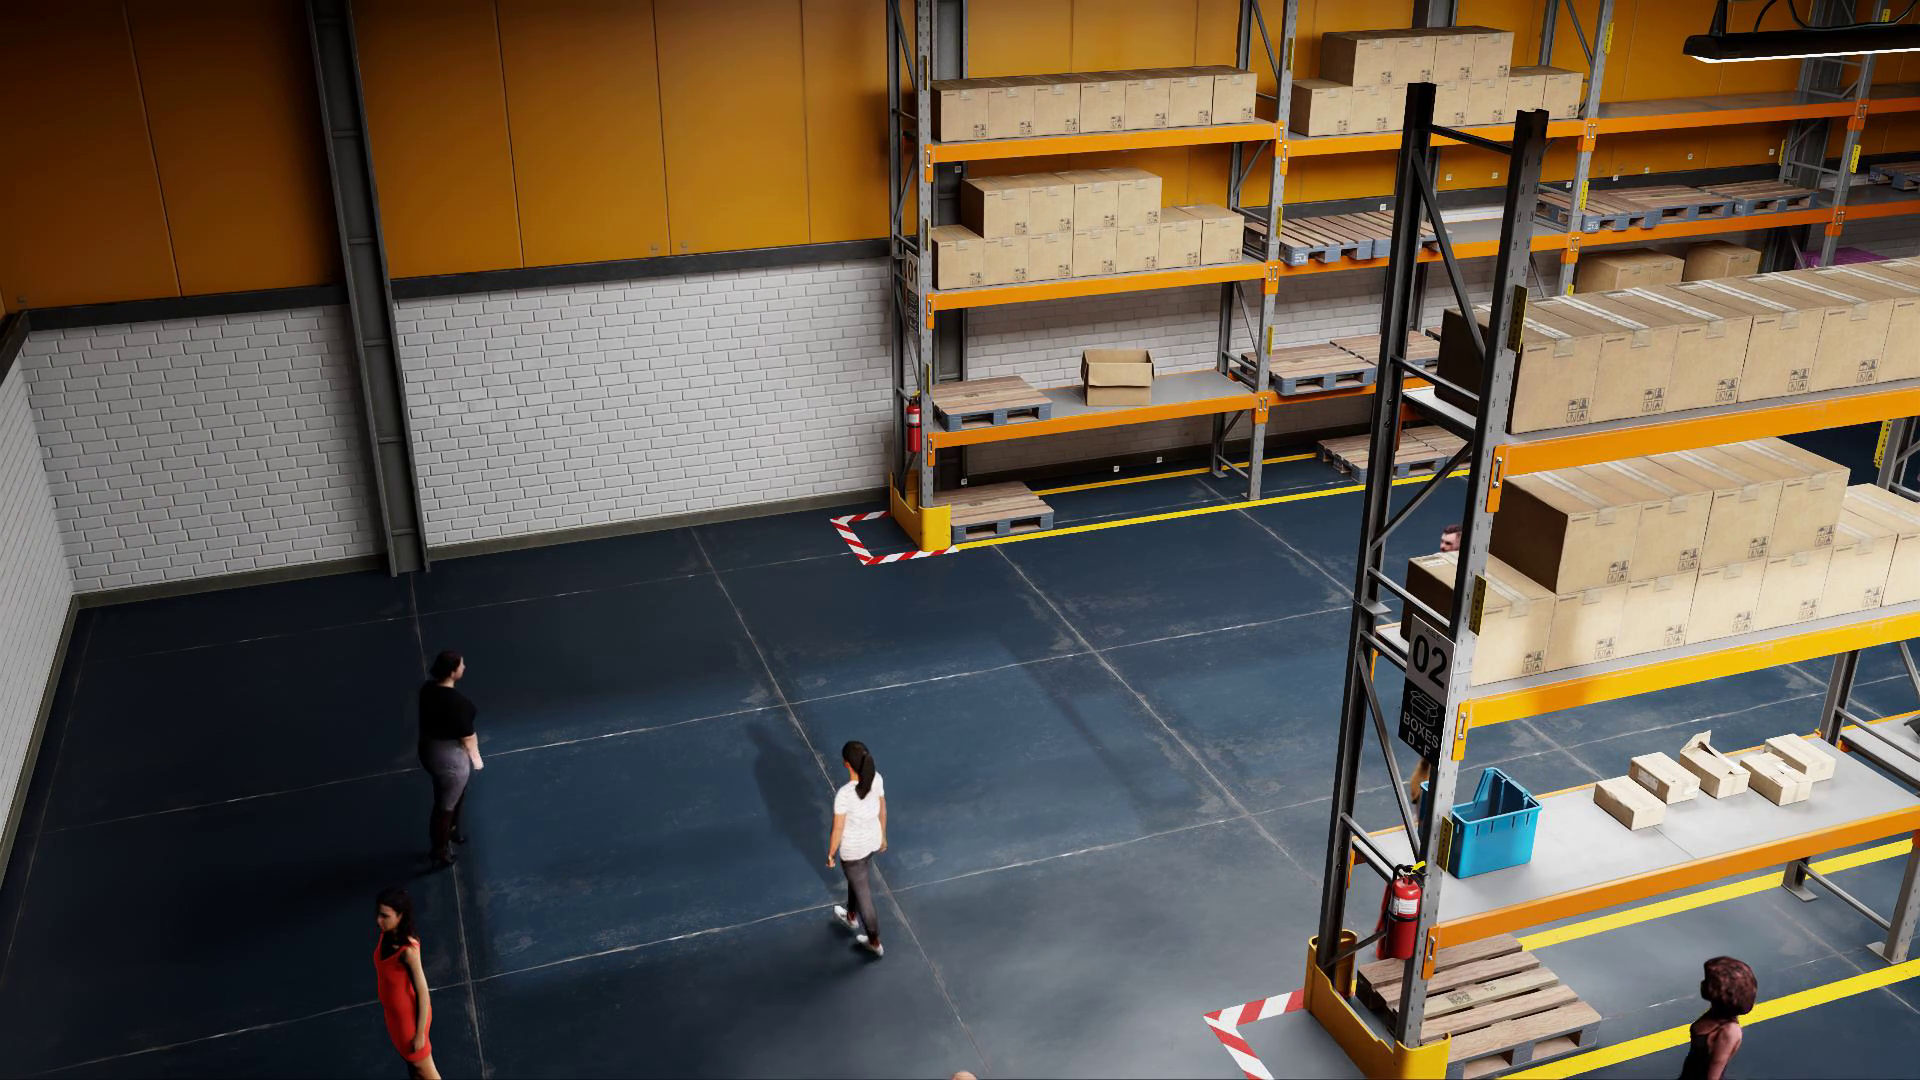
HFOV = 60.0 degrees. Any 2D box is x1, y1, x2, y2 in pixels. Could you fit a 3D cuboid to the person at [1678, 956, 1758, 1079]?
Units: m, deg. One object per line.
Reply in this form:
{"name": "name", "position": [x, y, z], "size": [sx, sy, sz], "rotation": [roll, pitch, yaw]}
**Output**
{"name": "person", "position": [4.106, 3.049, 9.006], "size": [1.013, 1.769, 0.863], "rotation": [6, 24, 13]}

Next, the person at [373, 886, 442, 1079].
{"name": "person", "position": [-3.227, 2.767, 9.719], "size": [0.648, 1.714, 0.662], "rotation": [-20, 30, -38]}

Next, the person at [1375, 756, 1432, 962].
{"name": "person", "position": [3.076, 2.088, 11.165], "size": [0.747, 1.800, 0.720], "rotation": [4, 24, 8]}

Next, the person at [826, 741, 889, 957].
{"name": "person", "position": [-0.617, 2.120, 11.305], "size": [0.859, 1.629, 0.851], "rotation": [19, 30, 36]}

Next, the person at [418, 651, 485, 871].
{"name": "person", "position": [-3.865, 1.657, 12.242], "size": [0.844, 1.727, 0.792], "rotation": [-21, 31, -40]}
